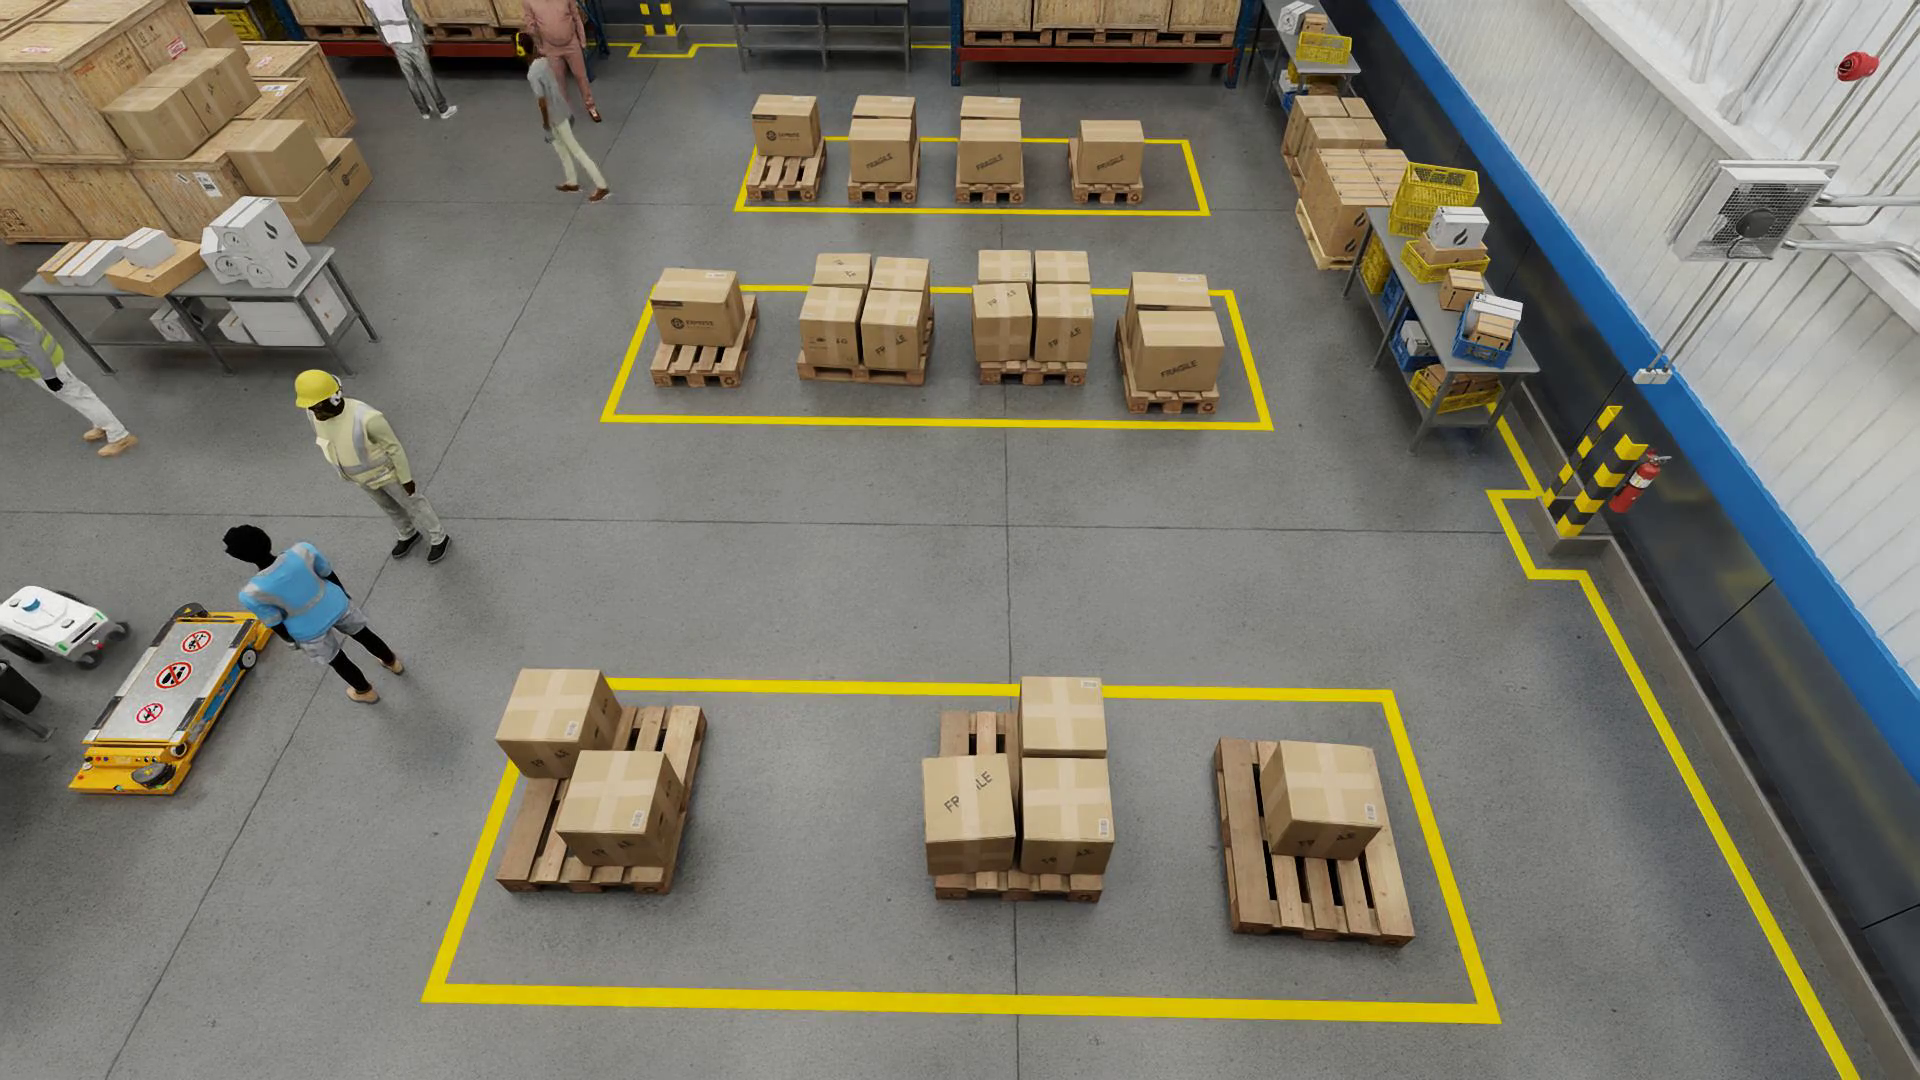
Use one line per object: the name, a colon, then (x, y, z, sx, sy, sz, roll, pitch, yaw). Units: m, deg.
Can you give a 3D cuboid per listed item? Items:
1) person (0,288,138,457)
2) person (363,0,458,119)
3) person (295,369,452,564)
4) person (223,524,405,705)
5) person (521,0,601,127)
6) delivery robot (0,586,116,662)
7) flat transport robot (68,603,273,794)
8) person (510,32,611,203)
person: (-7.634, -1.470, 7.571, 0.627, 1.843, 0.429, 35, 58, 26)
person: (-7.069, -6.358, 11.659, 0.591, 1.916, 0.379, 1, 50, 1)
person: (-4.335, -0.517, 6.770, 0.588, 1.834, 0.403, 10, 50, 8)
person: (-4.210, 0.496, 6.001, 0.318, 1.698, 0.533, 17, 52, 14)
person: (-5.020, -6.230, 11.563, 0.641, 1.901, 0.401, -17, 52, -14)
delivery robot: (-6.544, 0.586, 6.609, 0.707, 0.478, 0.477, 16, 52, 13)
flat transport robot: (-5.504, 1.072, 6.442, 0.652, 0.197, 1.431, 1, 50, 1)
person: (-4.529, -4.754, 10.371, 0.677, 1.826, 0.514, -6, 50, -5)
